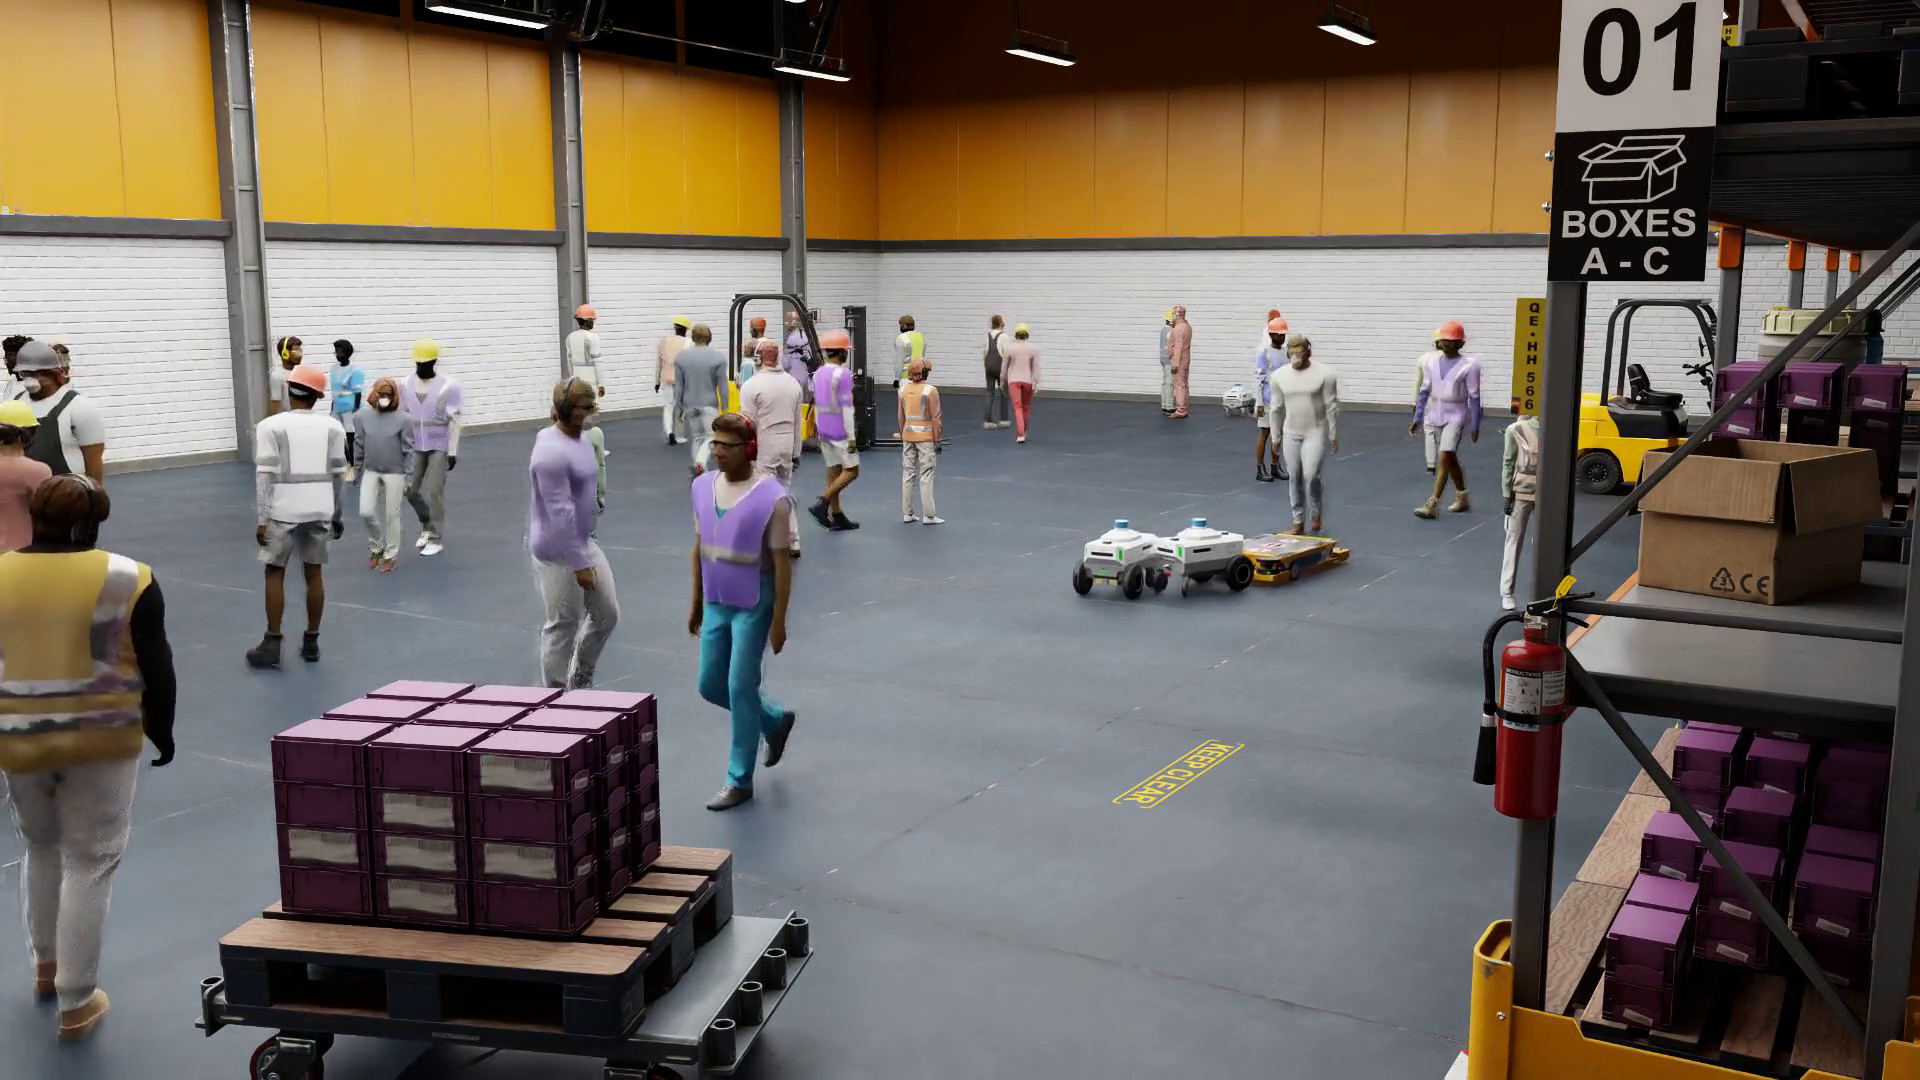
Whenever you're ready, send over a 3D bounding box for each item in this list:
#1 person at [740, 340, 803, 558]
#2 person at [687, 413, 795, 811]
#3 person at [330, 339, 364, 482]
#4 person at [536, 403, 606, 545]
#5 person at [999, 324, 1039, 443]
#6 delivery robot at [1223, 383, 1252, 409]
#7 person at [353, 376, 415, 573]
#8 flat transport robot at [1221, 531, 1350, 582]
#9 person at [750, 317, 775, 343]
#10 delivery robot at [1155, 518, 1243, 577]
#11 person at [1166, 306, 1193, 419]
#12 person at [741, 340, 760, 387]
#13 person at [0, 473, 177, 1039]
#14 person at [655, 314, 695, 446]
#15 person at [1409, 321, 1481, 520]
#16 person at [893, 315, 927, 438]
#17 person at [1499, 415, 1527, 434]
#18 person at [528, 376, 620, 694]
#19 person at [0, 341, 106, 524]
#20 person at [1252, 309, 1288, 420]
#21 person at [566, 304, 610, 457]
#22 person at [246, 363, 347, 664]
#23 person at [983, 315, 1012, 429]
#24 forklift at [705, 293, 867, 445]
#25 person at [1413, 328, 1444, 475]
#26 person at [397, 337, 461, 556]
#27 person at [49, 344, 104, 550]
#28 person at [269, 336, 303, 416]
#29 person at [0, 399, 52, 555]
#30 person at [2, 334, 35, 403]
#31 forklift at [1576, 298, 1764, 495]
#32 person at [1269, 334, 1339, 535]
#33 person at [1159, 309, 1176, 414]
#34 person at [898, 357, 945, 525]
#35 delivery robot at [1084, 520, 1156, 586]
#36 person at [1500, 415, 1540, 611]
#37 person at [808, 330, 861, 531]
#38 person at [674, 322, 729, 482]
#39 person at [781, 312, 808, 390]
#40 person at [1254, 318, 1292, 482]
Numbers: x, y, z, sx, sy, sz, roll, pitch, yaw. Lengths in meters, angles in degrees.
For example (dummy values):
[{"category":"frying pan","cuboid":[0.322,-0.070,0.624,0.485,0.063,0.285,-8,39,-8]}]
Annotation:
[{"category":"person","cuboid":[-1.634,-0.743,14.112,0.399,1.897,0.646,7,11,37]},{"category":"person","cuboid":[-0.999,0.307,7.761,0.587,1.829,0.610,7,11,37]},{"category":"person","cuboid":[-7.253,-1.529,19.630,0.575,1.690,0.368,6,11,32]},{"category":"person","cuboid":[-2.811,-0.283,12.057,0.506,1.633,0.279,-5,10,-28]},{"category":"person","cuboid":[0.870,-2.297,24.344,0.539,1.718,0.898,-2,9,-11]},{"category":"delivery robot","cuboid":[4.814,-2.480,28.829,0.477,0.478,0.707,4,10,26]},{"category":"person","cuboid":[-4.716,-0.531,13.620,0.531,1.613,0.374,0,9,0]},{"category":"flat transport robot","cuboid":[2.620,0.127,13.737,0.652,0.197,1.431,7,11,36]},{"category":"person","cuboid":[-2.636,-2.024,22.138,0.337,1.883,0.584,3,10,21]},{"category":"delivery robot","cuboid":[1.852,0.076,12.880,0.707,0.478,0.477,-6,11,-34]},{"category":"person","cuboid":[3.707,-3.013,28.241,0.403,1.911,0.637,4,10,23]},{"category":"person","cuboid":[-2.521,-1.717,21.026,0.616,1.613,0.554,1,9,4]},{"category":"person","cuboid":[-2.943,0.676,5.545,0.642,1.800,0.796,-2,9,-12]},{"category":"person","cuboid":[-4.083,-2.276,23.757,0.634,1.883,0.821,1,9,5]},{"category":"person","cuboid":[4.934,-1.216,16.810,1.069,1.992,0.614,-7,11,-36]},{"category":"person","cuboid":[-0.782,-2.438,24.869,0.429,1.842,0.626,7,11,37]},{"category":"person","cuboid":[8.481,-2.279,24.633,0.845,1.579,0.520,4,10,25]},{"category":"person","cuboid":[-2.063,0.086,8.879,0.486,1.912,0.667,1,9,8]},{"category":"person","cuboid":[-6.117,-0.336,11.118,0.690,2.000,0.537,2,9,11]},{"category":"person","cuboid":[5.152,-2.865,27.462,0.470,1.873,0.749,-5,11,-31]},{"category":"person","cuboid":[-4.981,-2.122,22.261,0.607,2.044,0.375,6,11,34]},{"category":"person","cuboid":[-4.210,-0.173,10.573,0.650,1.886,0.453,-8,12,-42]},{"category":"person","cuboid":[0.586,-2.675,26.452,0.529,1.796,0.809,5,10,28]},{"category":"forklift","cuboid":[-2.458,-2.344,23.176,2.313,2.155,1.214,0,9,-2]},{"category":"person","cuboid":[5.899,-1.714,20.494,0.618,1.791,0.830,2,9,13]},{"category":"person","cuboid":[-4.651,-0.823,14.571,0.608,1.906,0.511,1,9,8]},{"category":"person","cuboid":[-7.763,-0.779,14.465,0.595,1.846,0.573,2,9,10]},{"category":"person","cuboid":[-6.458,-1.050,16.167,0.376,1.851,0.517,0,9,-2]},{"category":"person","cuboid":[-5.330,0.085,9.404,0.526,1.749,0.580,3,10,17]},{"category":"person","cuboid":[-7.545,-0.683,13.510,0.602,1.967,0.366,5,10,28]},{"category":"forklift","cuboid":[7.954,-1.589,18.462,2.313,2.155,1.214,5,11,30]},{"category":"person","cuboid":[3.199,-0.972,15.520,0.642,1.902,0.533,5,10,27]},{"category":"person","cuboid":[3.693,-3.109,29.072,0.404,1.833,0.587,-1,9,-8]},{"category":"person","cuboid":[-0.390,-0.964,16.286,0.513,1.641,0.307,7,11,36]},{"category":"delivery robot","cuboid":[1.239,0.088,12.800,0.477,0.478,0.707,5,11,29]},{"category":"person","cuboid":[4.199,-0.297,12.137,0.515,1.636,0.314,0,9,-2]},{"category":"person","cuboid":[-1.200,-1.023,15.756,0.523,1.927,0.561,-7,12,-38]},{"category":"person","cuboid":[-2.943,-1.506,18.832,0.633,1.919,0.745,2,9,11]},{"category":"person","cuboid":[-2.418,-2.481,24.982,0.519,1.891,0.651,-1,9,-7]},{"category":"person","cuboid":[3.736,-1.659,19.698,0.548,1.938,0.358,-6,11,-33]}]
